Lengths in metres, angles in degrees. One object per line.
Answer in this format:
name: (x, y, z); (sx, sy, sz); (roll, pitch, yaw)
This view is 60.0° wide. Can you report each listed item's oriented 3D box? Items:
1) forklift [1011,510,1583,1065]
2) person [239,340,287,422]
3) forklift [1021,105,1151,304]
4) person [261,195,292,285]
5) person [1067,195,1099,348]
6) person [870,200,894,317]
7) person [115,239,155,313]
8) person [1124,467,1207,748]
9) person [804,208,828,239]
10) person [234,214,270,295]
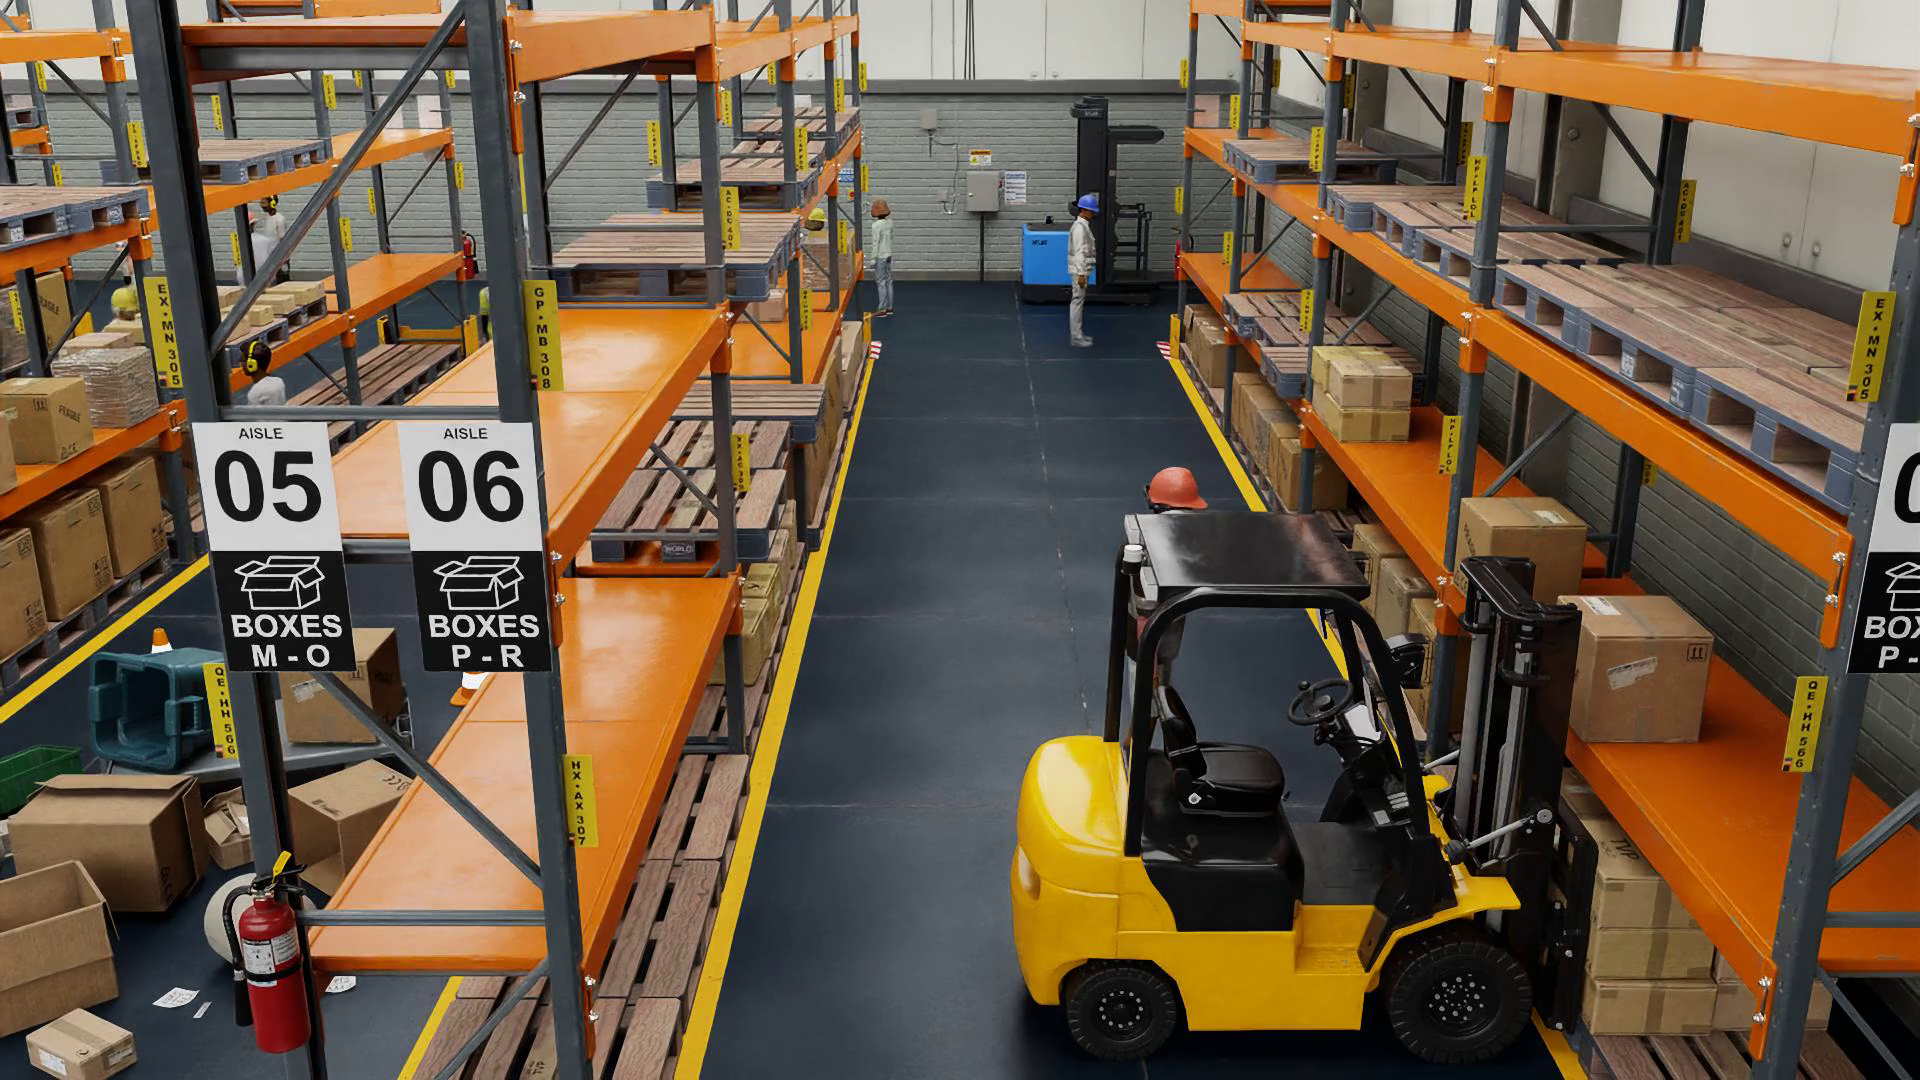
forklift: (1.387, 1.055, 7.378); (2.313, 2.155, 1.214); (0, 18, 0)
person: (-5.397, -0.635, 12.996); (0.328, 1.872, 0.515); (0, 18, -1)
forklift: (1.857, -4.944, 24.441); (1.873, 2.768, 1.129); (0, 18, 0)
person: (-9.239, -3.800, 22.595); (0.332, 1.859, 0.510); (-14, 23, -37)
person: (1.580, -3.472, 21.467); (0.401, 1.938, 0.603); (2, 18, 7)
person: (-1.110, -3.971, 23.454); (0.282, 1.633, 0.500); (8, 20, 24)
person: (-10.753, -3.561, 21.754); (0.372, 1.923, 0.595); (2, 18, 5)
person: (1.101, 0.584, 9.067); (0.416, 2.034, 0.603); (5, 19, 15)
person: (-1.878, -3.480, 21.819); (0.320, 1.731, 0.490); (-1, 18, -4)
person: (-9.094, -3.343, 21.392); (0.361, 1.742, 0.569); (8, 20, 22)
